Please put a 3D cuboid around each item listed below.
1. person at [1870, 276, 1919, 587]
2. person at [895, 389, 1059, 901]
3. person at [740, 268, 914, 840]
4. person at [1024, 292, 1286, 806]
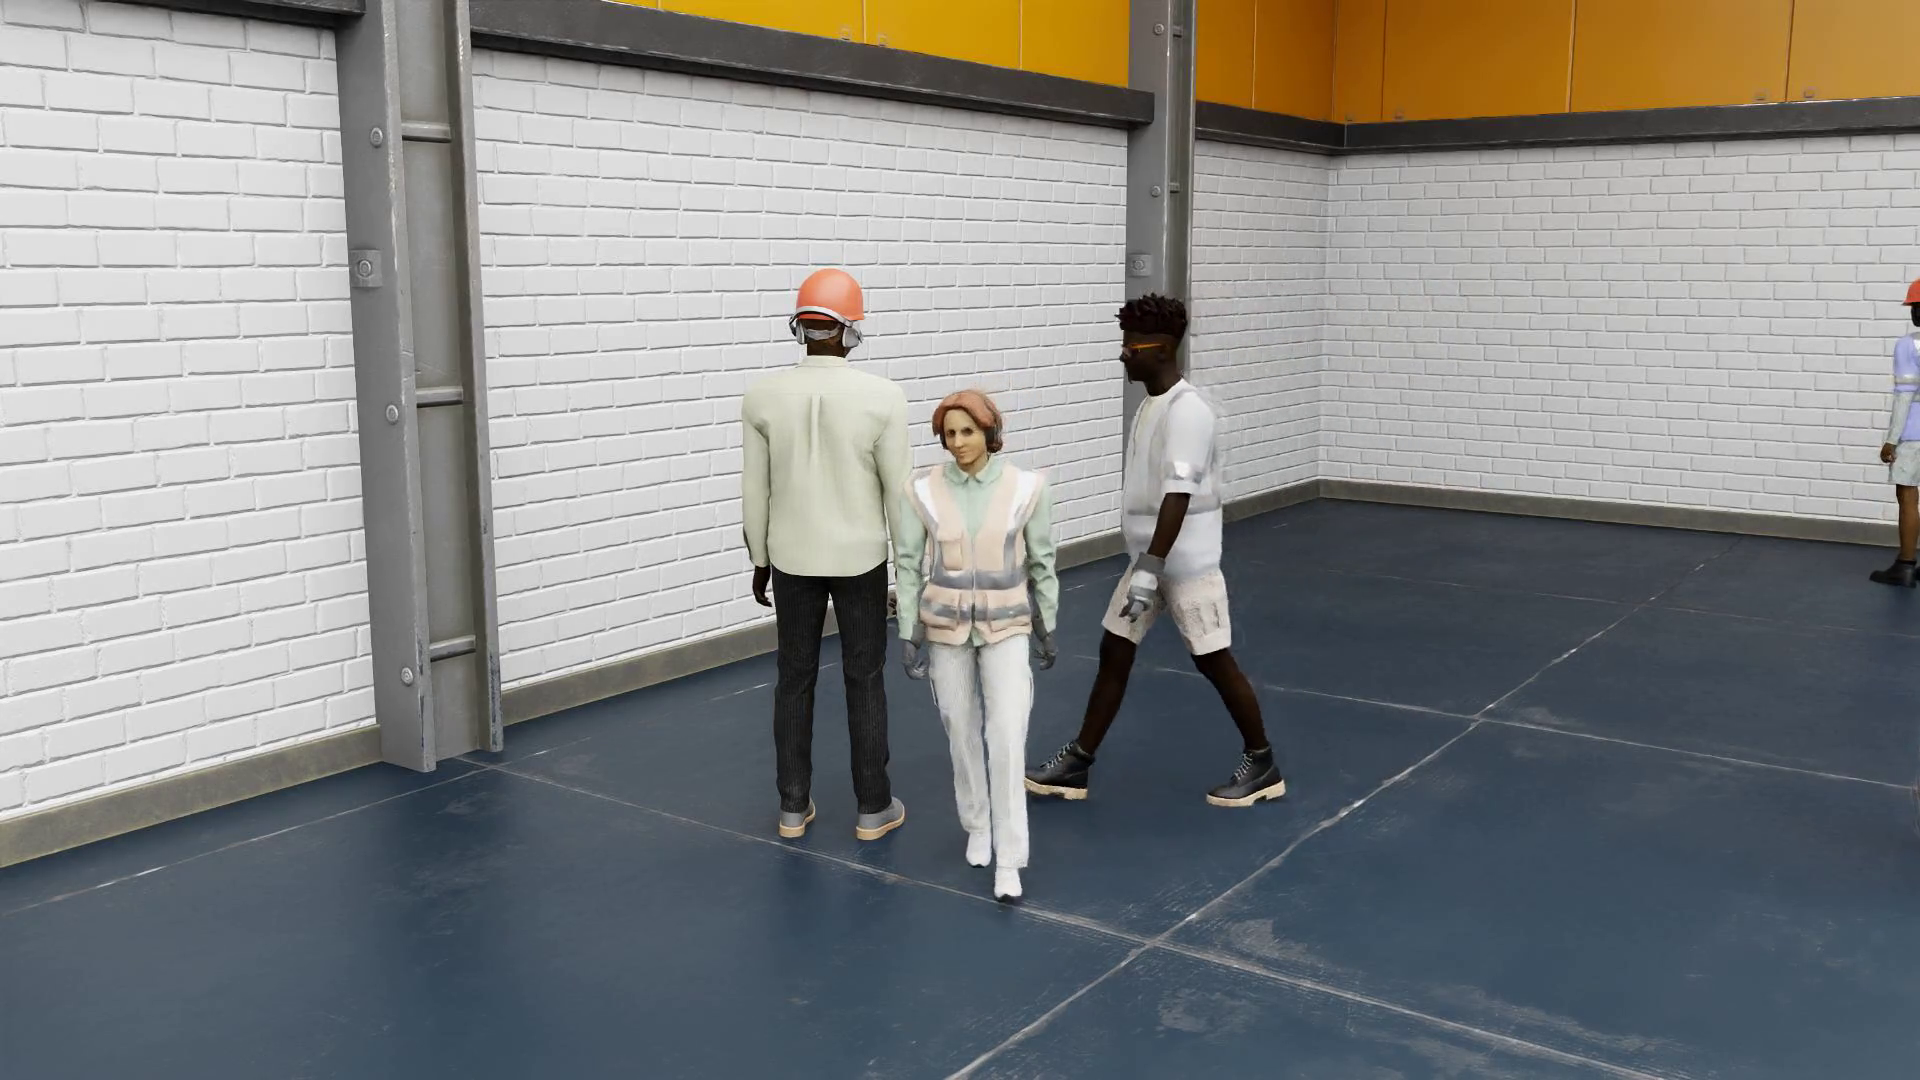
[{"bbox_3d":[5.975,-0.674,10.368,0.551,1.932,0.378,-3,10,-17],"label":"person"},{"bbox_3d":[0.047,0.336,5.316,0.524,1.601,0.779,1,10,5],"label":"person"},{"bbox_3d":[-0.450,0.062,5.808,0.617,1.994,0.381,1,10,8],"label":"person"},{"bbox_3d":[0.750,0.057,6.107,1.024,1.913,0.622,-2,10,-12],"label":"person"}]
